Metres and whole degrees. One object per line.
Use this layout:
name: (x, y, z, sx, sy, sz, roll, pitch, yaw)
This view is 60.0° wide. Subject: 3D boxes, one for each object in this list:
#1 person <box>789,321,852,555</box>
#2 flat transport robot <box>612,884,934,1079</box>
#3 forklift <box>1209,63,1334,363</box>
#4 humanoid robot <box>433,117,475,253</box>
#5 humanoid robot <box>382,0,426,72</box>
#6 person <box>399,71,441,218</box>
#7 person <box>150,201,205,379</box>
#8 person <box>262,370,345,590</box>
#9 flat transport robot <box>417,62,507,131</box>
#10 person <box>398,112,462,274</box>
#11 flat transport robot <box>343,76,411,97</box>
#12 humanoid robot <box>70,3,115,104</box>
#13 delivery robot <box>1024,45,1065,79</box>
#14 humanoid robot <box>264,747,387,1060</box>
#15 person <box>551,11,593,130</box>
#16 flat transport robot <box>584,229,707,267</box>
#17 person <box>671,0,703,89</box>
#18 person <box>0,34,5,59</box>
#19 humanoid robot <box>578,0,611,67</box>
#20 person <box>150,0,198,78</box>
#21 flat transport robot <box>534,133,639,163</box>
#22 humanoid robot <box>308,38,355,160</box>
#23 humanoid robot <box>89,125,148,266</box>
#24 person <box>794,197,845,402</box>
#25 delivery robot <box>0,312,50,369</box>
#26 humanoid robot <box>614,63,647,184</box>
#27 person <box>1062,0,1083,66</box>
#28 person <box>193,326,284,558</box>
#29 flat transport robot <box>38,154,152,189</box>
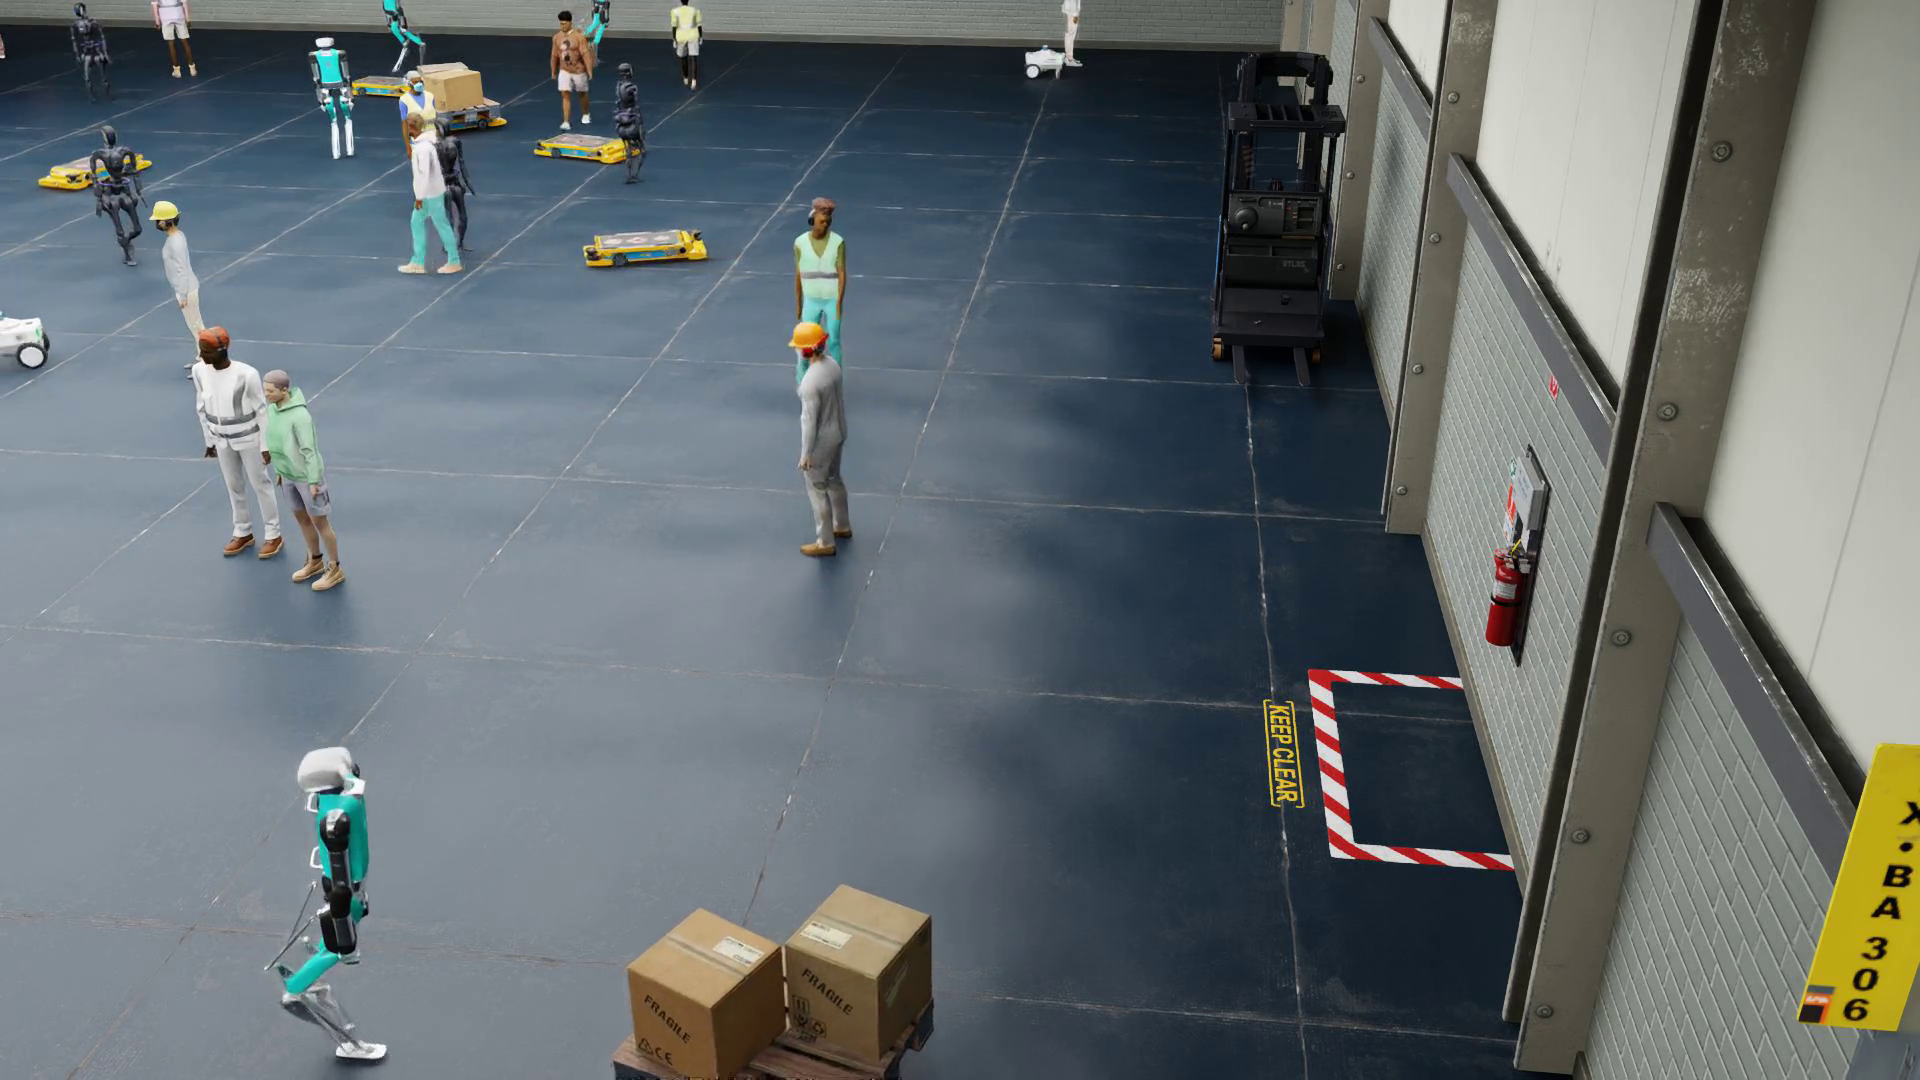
person: (-1.092, -0.803, 12.954, 0.420, 1.879, 0.601, 9, 28, 18)
flat transport robot: (-0.884, 2.586, 7.975, 0.659, 0.231, 1.431, 11, 29, 21)
forklift: (3.241, -3.477, 17.183, 1.129, 2.768, 1.873, 3, 27, 6)
humanoid robot: (-6.168, -4.294, 20.133, 0.314, 1.643, 0.608, 14, 30, 25)
humanoid robot: (-10.125, -9.444, 30.416, 0.578, 1.791, 0.841, 21, 33, 35)
person: (-6.989, -5.148, 21.622, 0.398, 1.886, 0.506, 23, 34, 38)
person: (-7.664, -2.469, 16.397, 0.306, 1.768, 0.523, -12, 29, -23)
person: (-4.924, -0.460, 12.426, 0.464, 1.731, 0.324, 16, 31, 28)
flat transport robot: (-8.000, -6.635, 26.385, 1.431, 0.231, 0.659, -19, 33, -34)
person: (-6.290, -4.003, 19.342, 0.799, 1.872, 0.488, -14, 30, -26)
flat transport robot: (-9.878, -7.821, 28.752, 1.431, 0.231, 0.659, 8, 28, 16)
humanoid robot: (-14.509, -8.113, 27.780, 0.609, 1.639, 0.616, 0, 27, 0)
delivery robot: (1.502, -8.613, 30.033, 0.783, 0.611, 0.514, 0, 27, 1)
humanoid robot: (-3.067, 1.822, 7.911, 0.668, 1.838, 0.530, -6, 27, -11)
person: (-6.125, -7.416, 26.228, 0.753, 1.792, 0.984, 2, 27, 5)
flat transport robot: (-3.836, -3.549, 20.223, 1.431, 0.231, 0.659, -6, 27, -13)
person: (-4.749, -8.739, 29.027, 0.537, 1.658, 0.841, -5, 27, -9)
person: (-18.426, -9.984, 31.250, 0.408, 1.902, 0.635, 18, 32, 32)
humanoid robot: (-6.789, -9.610, 30.804, 0.751, 1.883, 0.542, -20, 33, -34)
person: (-14.143, -9.357, 29.841, 0.607, 2.044, 0.392, -15, 30, -27)
flat transport robot: (-5.572, -5.839, 24.795, 1.431, 0.231, 0.659, 12, 29, 22)
humanoid robot: (-9.175, -6.530, 24.475, 0.537, 1.744, 0.668, -6, 27, -12)
humanoid robot: (-10.051, -4.115, 19.776, 0.505, 1.641, 0.589, 21, 34, 36)
person: (-1.343, -2.254, 15.753, 0.545, 1.968, 0.552, -3, 27, -6)
delivery robot: (-9.652, -2.007, 16.848, 0.818, 0.614, 0.499, -11, 29, -21)
humanoid robot: (-4.620, -5.785, 23.121, 0.351, 1.650, 0.601, -23, 35, -38)
person: (2.084, -9.759, 30.830, 0.401, 1.876, 0.498, -1, 27, -2)
person: (-5.582, -0.756, 12.847, 0.574, 1.882, 0.362, 6, 27, 12)
flat transport robot: (-12.296, -5.269, 23.658, 0.659, 0.231, 1.431, 9, 28, 17)
